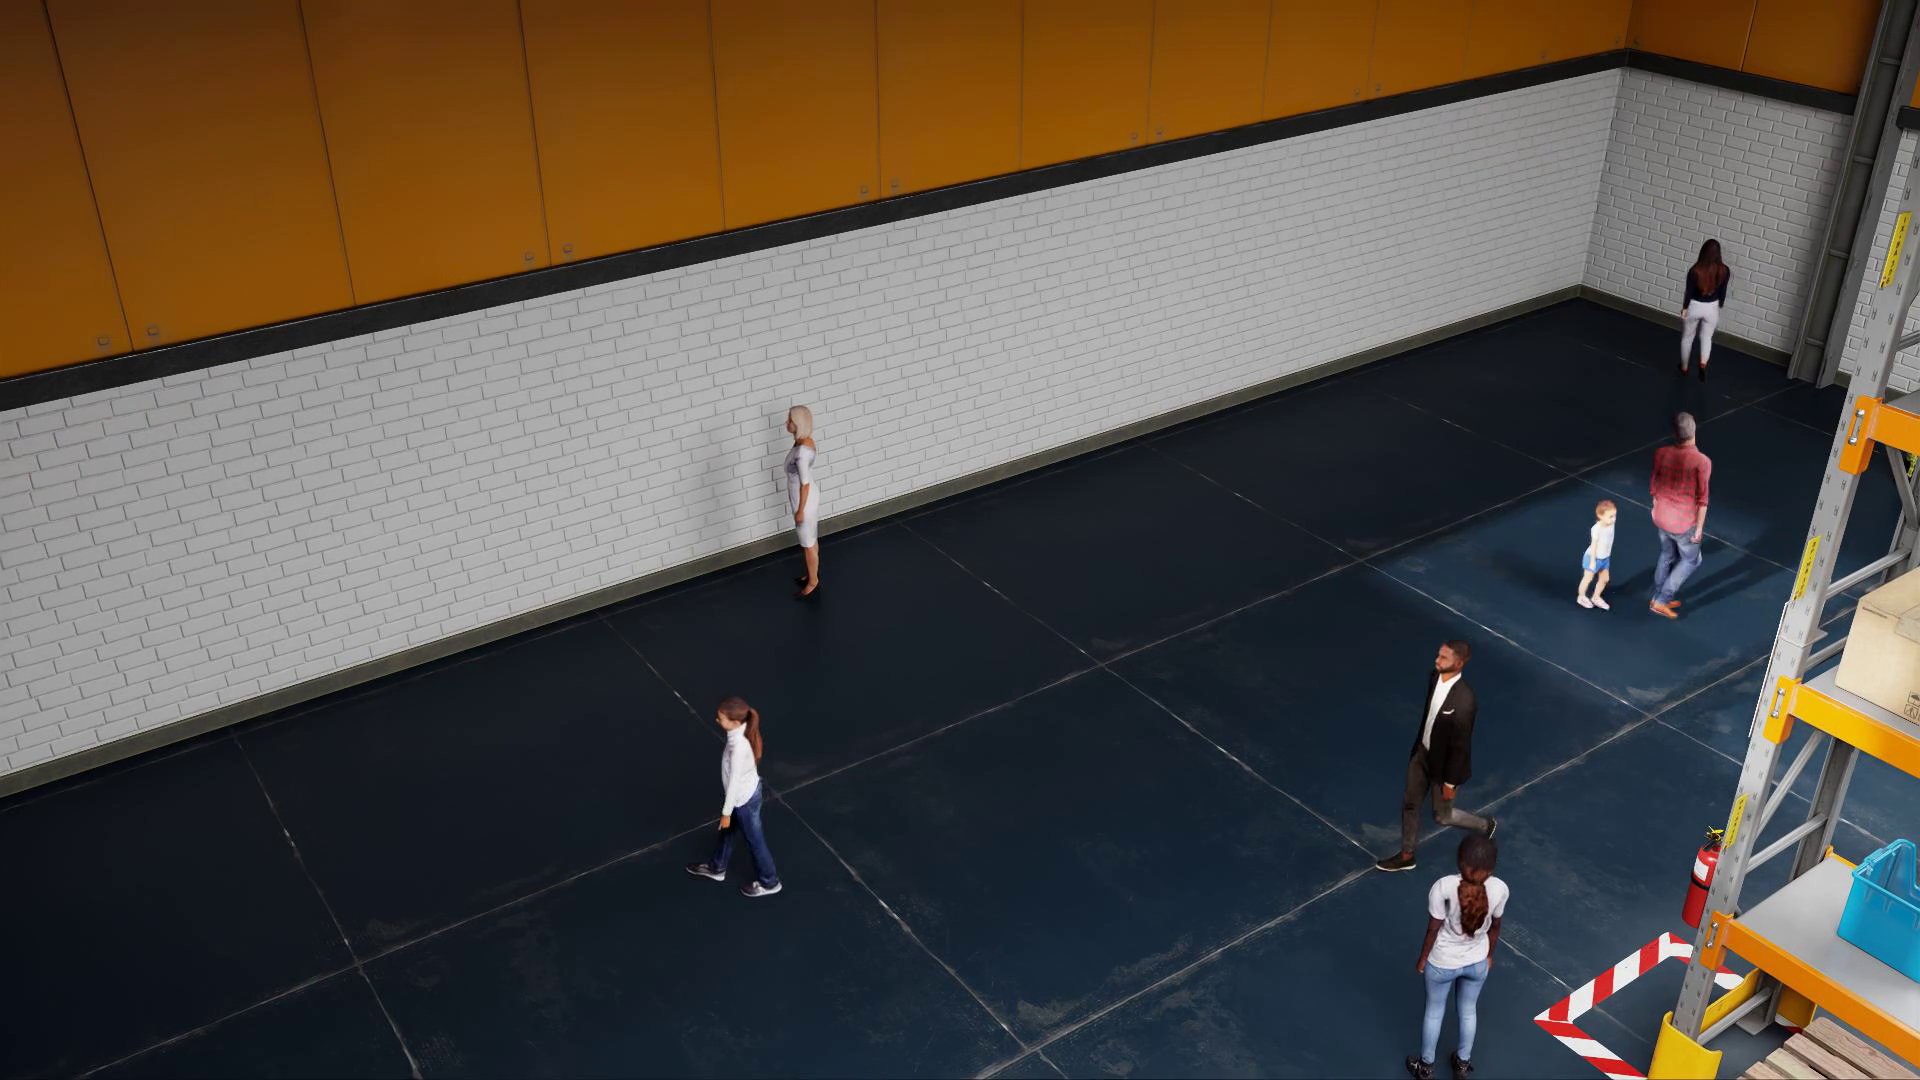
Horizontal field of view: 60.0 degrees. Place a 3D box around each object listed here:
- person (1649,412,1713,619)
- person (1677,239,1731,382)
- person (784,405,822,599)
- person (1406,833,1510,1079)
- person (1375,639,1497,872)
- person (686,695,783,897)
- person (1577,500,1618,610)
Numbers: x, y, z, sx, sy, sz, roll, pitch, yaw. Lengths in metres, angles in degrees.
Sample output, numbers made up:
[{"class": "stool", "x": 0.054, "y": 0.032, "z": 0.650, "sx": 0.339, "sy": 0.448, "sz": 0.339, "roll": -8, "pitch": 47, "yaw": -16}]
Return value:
[{"class": "person", "x": 5.838, "y": -0.169, "z": 13.708, "sx": 0.805, "sy": 1.799, "sz": 0.699, "roll": -10, "pitch": 30, "yaw": -18}, {"class": "person", "x": 8.116, "y": -2.479, "z": 18.158, "sx": 0.925, "sy": 1.593, "sz": 0.991, "roll": 4, "pitch": 29, "yaw": 7}, {"class": "person", "x": -1.315, "y": -0.335, "z": 14.063, "sx": 0.703, "sy": 1.751, "sz": 0.600, "roll": -2, "pitch": 29, "yaw": -3}, {"class": "person", "x": 2.755, "y": 2.328, "z": 9.213, "sx": 0.668, "sy": 1.719, "sz": 0.679, "roll": -2, "pitch": 29, "yaw": -4}, {"class": "person", "x": 3.193, "y": 1.431, "z": 10.792, "sx": 0.928, "sy": 1.783, "sz": 1.060, "roll": -8, "pitch": 30, "yaw": -14}, {"class": "person", "x": -1.311, "y": 1.647, "z": 10.651, "sx": 0.871, "sy": 1.539, "sz": 0.887, "roll": -1, "pitch": 29, "yaw": -1}, {"class": "person", "x": 5.351, "y": 0.098, "z": 14.040, "sx": 0.440, "sy": 1.012, "sz": 0.485, "roll": -17, "pitch": 33, "yaw": -28}]
